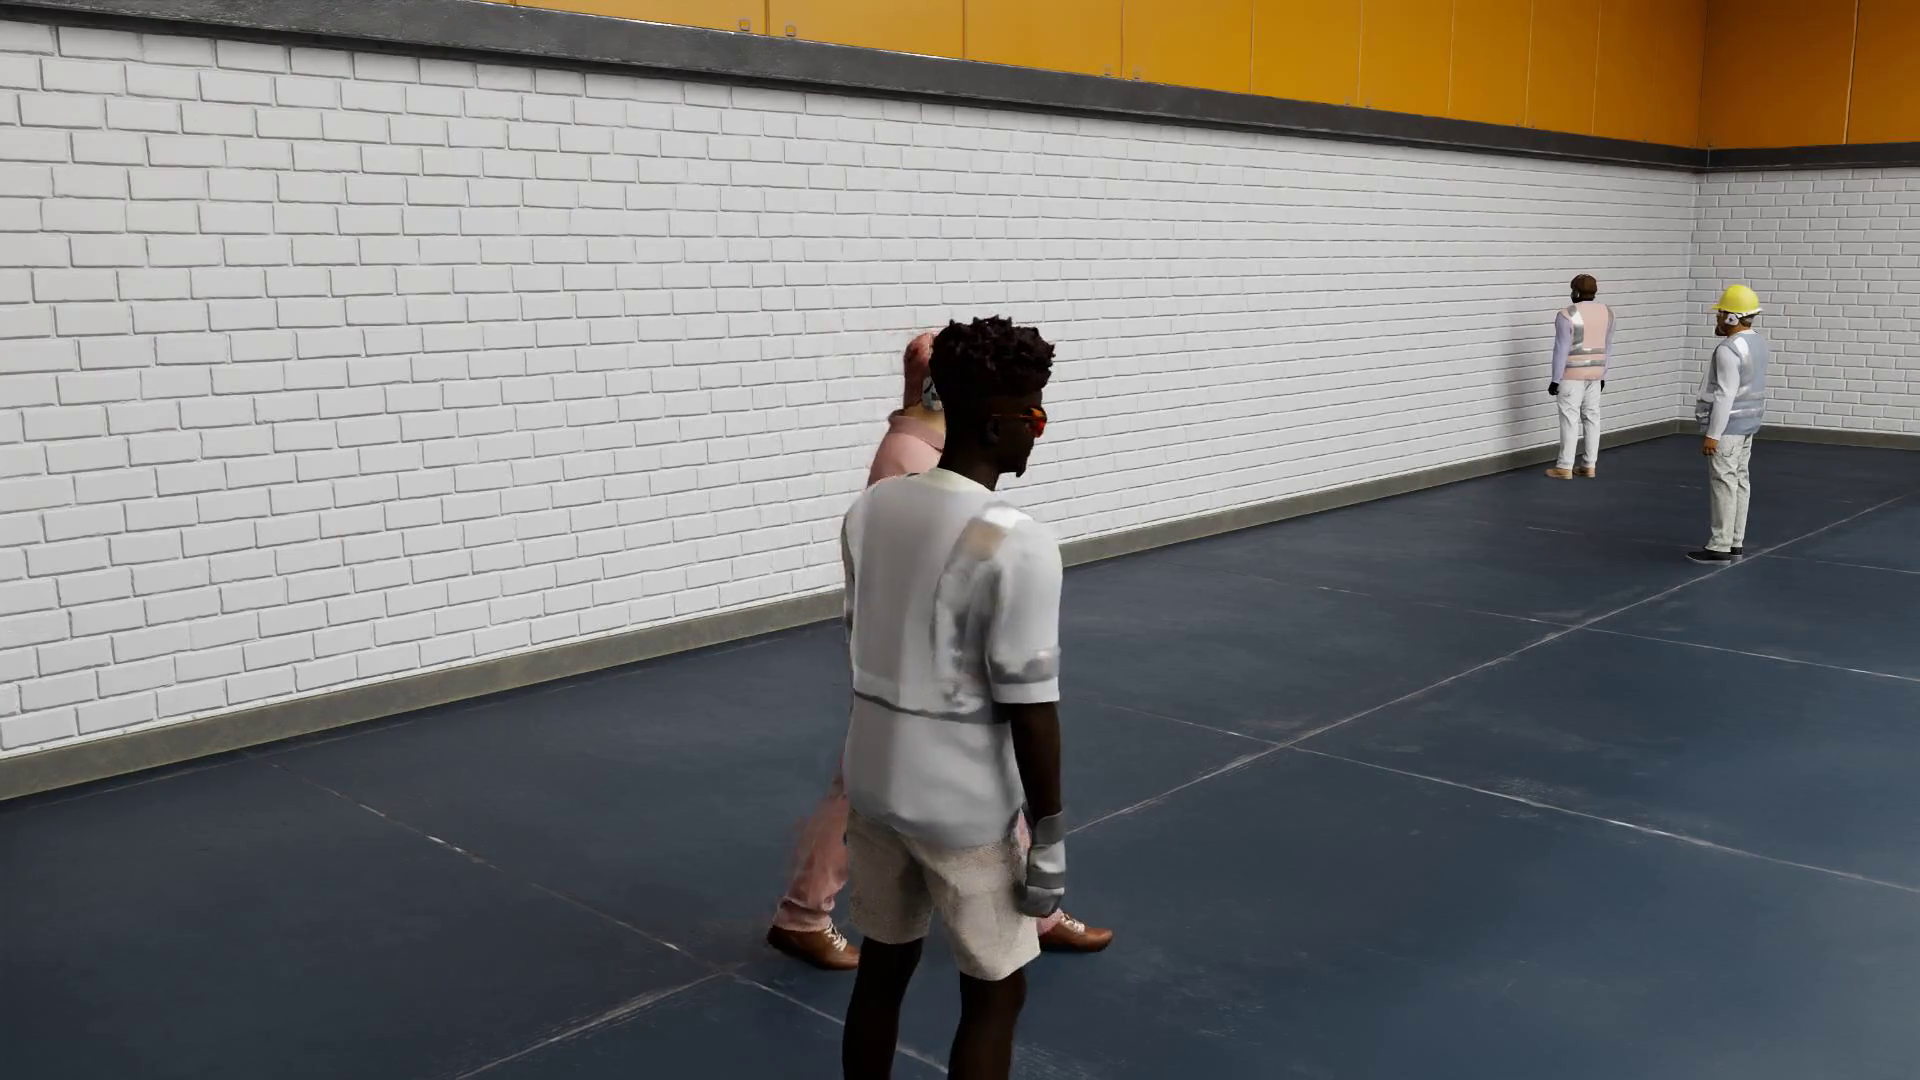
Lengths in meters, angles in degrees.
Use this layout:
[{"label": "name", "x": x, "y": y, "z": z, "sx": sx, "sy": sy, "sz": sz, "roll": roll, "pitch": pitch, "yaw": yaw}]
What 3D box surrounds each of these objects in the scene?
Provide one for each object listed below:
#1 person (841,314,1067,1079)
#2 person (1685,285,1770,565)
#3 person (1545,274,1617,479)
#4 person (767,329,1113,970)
[{"label": "person", "x": -0.015, "y": 0.518, "z": 3.417, "sx": 0.412, "sy": 1.951, "sz": 0.609, "roll": -8, "pitch": 13, "yaw": -38}, {"label": "person", "x": 5.052, "y": -0.753, "z": 10.948, "sx": 0.404, "sy": 1.837, "sz": 0.589, "roll": 9, "pitch": 14, "yaw": 43}, {"label": "person", "x": 5.572, "y": -1.468, "z": 15.008, "sx": 0.624, "sy": 1.844, "sz": 0.429, "roll": -4, "pitch": 11, "yaw": -22}, {"label": "person", "x": -0.091, "y": 0.334, "z": 4.721, "sx": 1.007, "sy": 1.860, "sz": 0.662, "roll": 0, "pitch": 10, "yaw": 1}]
